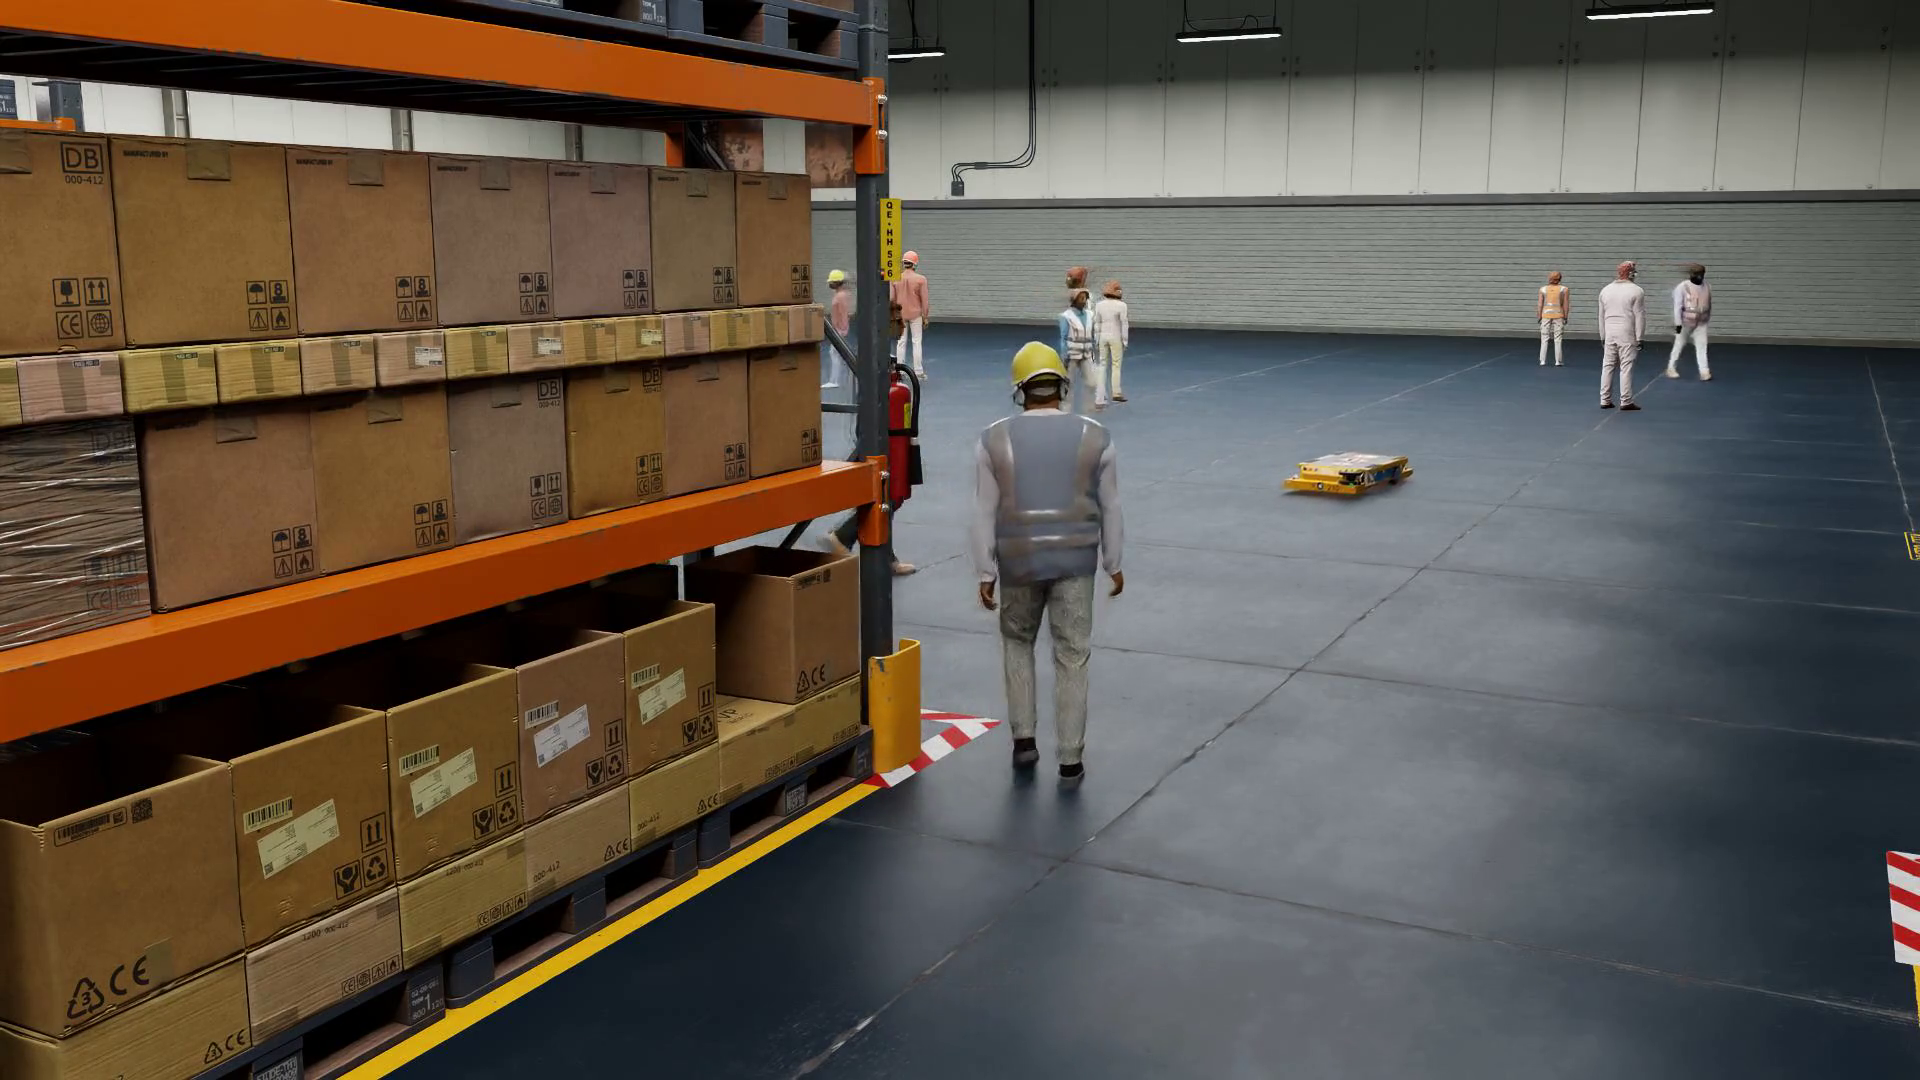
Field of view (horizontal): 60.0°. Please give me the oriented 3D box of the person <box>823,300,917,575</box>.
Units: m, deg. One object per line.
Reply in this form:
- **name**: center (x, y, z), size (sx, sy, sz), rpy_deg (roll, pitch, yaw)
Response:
- **person**: center (-0.579, -0.653, 10.861), size (0.516, 1.834, 0.501), rpy_deg (-1, 10, -7)

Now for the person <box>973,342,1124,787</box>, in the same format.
- **person**: center (0.373, 0.093, 6.871), size (0.627, 1.800, 0.570), rpy_deg (0, 10, 2)

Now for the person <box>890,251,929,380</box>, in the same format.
- **person**: center (-0.773, -3.473, 25.805), size (0.622, 1.992, 0.395), rpy_deg (3, 11, 17)

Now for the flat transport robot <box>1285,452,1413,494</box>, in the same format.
- **flat transport robot**: center (3.513, -0.616, 14.931), size (0.652, 0.197, 1.431), rpy_deg (7, 12, 34)

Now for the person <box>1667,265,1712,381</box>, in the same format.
- **person**: center (11.401, -3.390, 25.921), size (0.648, 1.796, 0.972), rpy_deg (-1, 10, -6)

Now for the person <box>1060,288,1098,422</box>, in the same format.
- **person**: center (1.415, -2.109, 19.372), size (0.551, 1.616, 0.607), rpy_deg (-7, 13, -34)

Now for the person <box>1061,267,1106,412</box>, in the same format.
- **person**: center (1.420, -2.534, 21.120), size (0.969, 1.829, 0.606), rpy_deg (2, 11, 9)

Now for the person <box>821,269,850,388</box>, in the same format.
- **person**: center (-1.706, -3.109, 24.519), size (0.704, 1.748, 0.531), rpy_deg (-2, 11, -10)

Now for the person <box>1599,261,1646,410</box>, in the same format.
- **person**: center (8.541, -2.624, 21.422), size (0.408, 1.908, 0.641), rpy_deg (-7, 13, -34)

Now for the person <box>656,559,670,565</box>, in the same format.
- **person**: center (-1.596, -0.179, 8.150), size (0.552, 1.896, 0.992), rpy_deg (6, 12, 31)

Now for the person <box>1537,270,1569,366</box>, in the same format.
- **person**: center (10.180, -3.801, 28.562), size (0.513, 1.642, 0.313), rpy_deg (5, 12, 28)

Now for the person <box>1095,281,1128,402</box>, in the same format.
- **person**: center (2.048, -2.674, 22.434), size (0.504, 1.631, 0.280), rpy_deg (8, 13, 37)
